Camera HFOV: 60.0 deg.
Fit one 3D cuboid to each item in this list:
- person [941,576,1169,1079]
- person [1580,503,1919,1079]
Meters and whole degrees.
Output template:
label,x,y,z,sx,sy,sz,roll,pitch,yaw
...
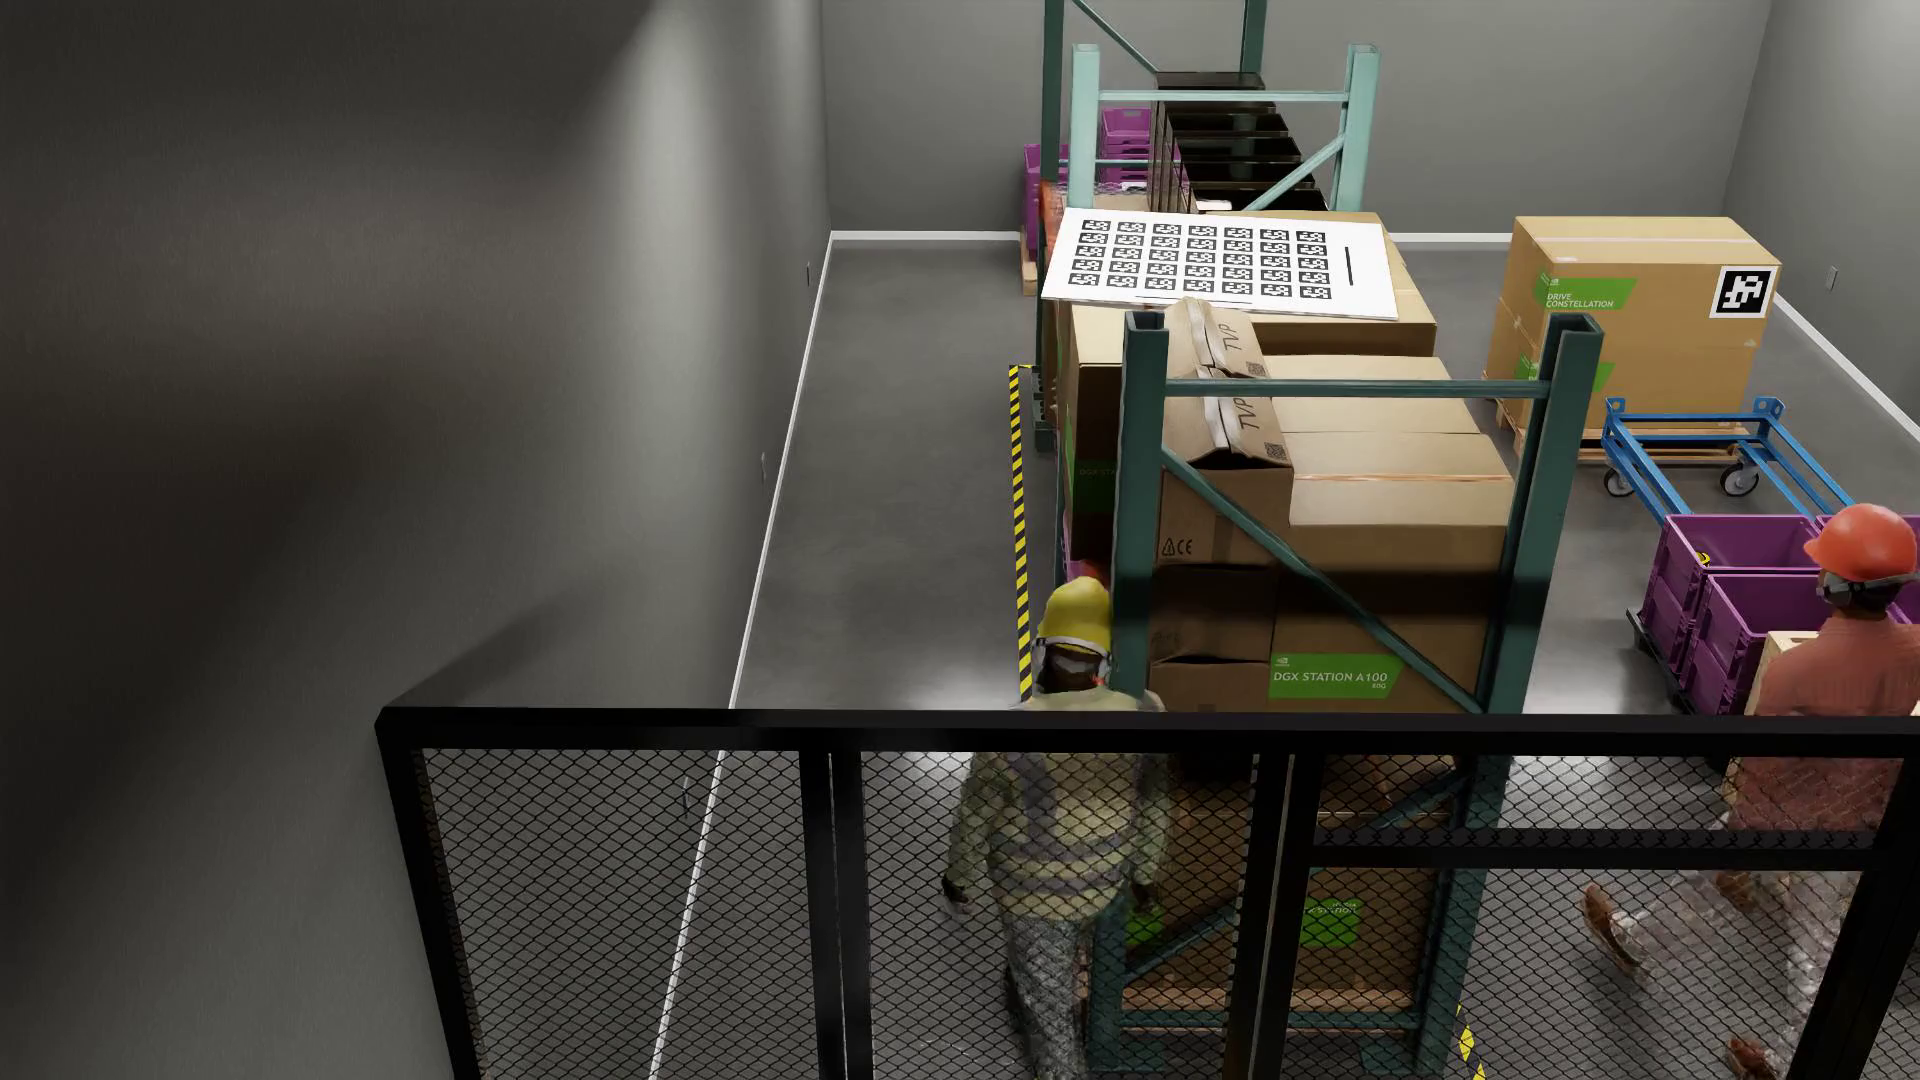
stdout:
label,x,y,z,sx,sy,sz,roll,pitch,yaw
person,0.265,0.918,4.848,0.588,1.766,0.849,-15,34,-23
person,2.442,0.737,4.980,0.660,1.941,0.995,-9,32,-15
